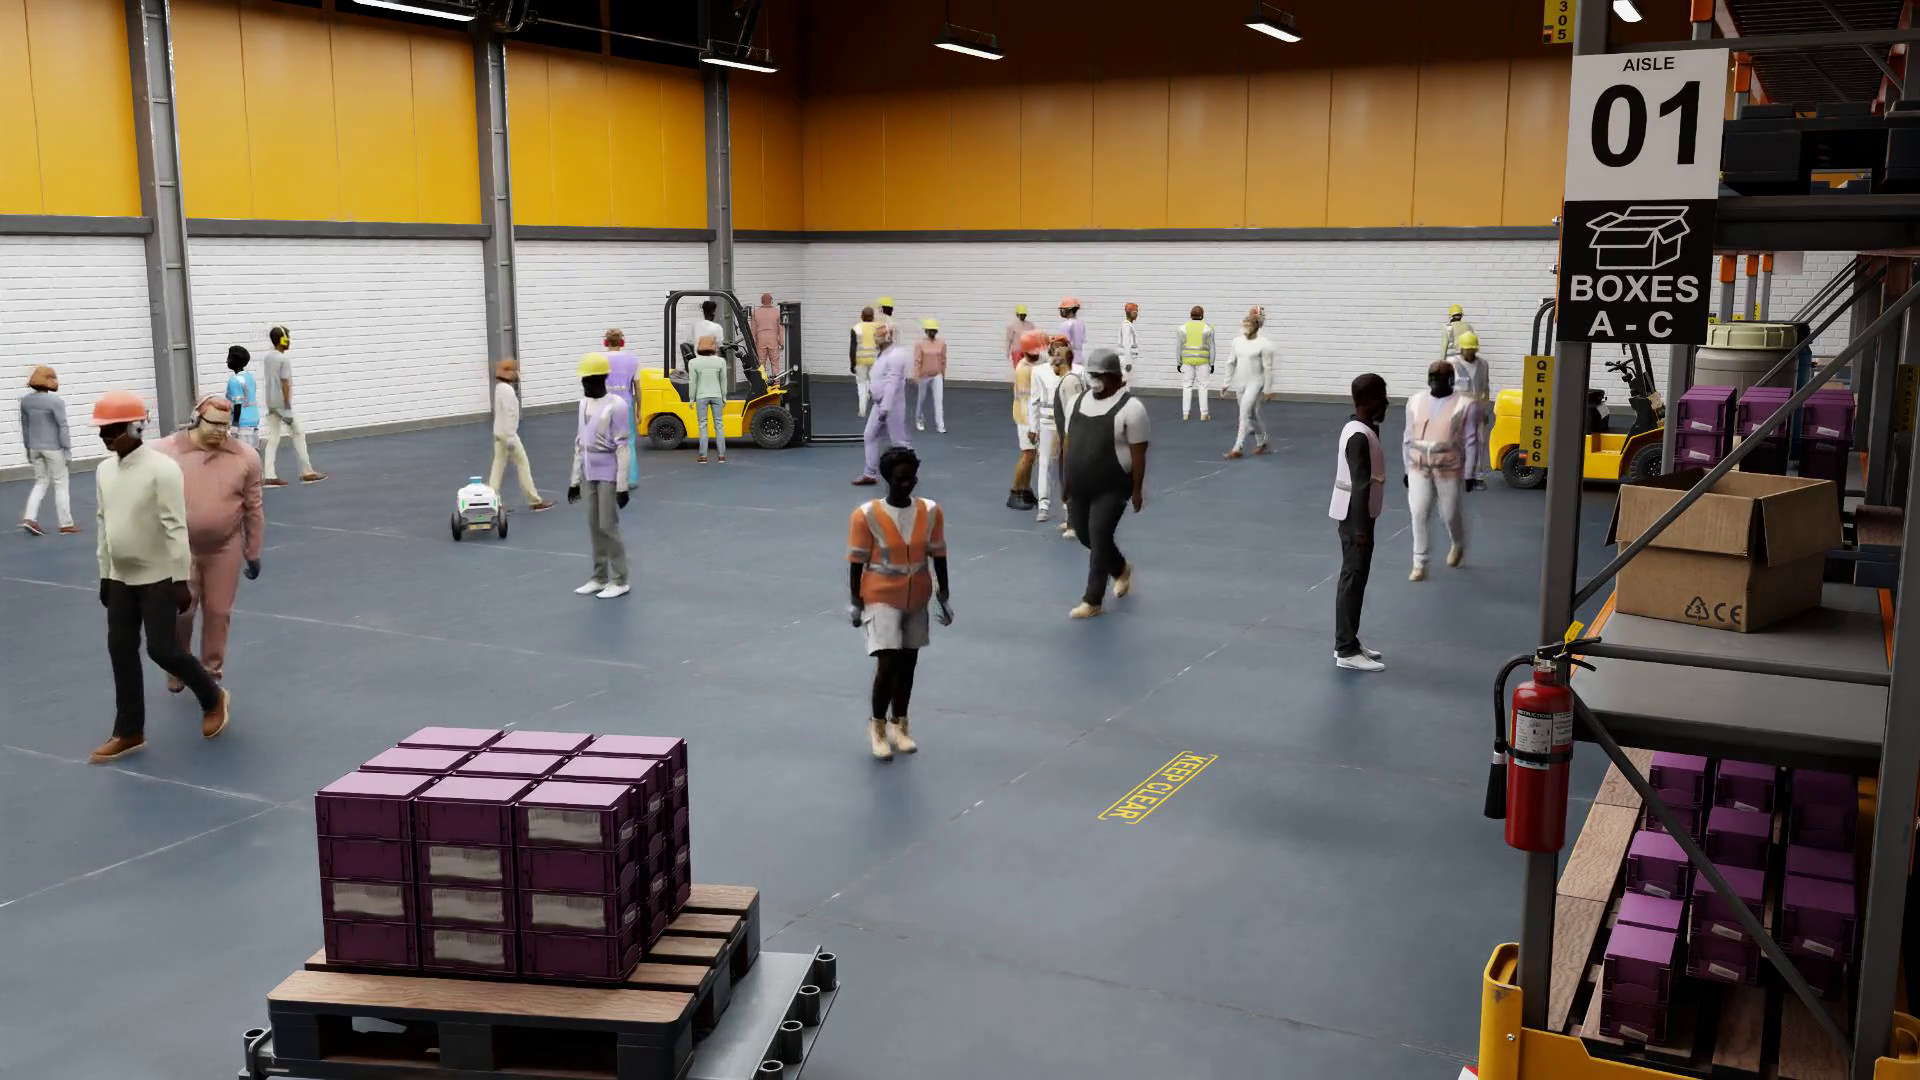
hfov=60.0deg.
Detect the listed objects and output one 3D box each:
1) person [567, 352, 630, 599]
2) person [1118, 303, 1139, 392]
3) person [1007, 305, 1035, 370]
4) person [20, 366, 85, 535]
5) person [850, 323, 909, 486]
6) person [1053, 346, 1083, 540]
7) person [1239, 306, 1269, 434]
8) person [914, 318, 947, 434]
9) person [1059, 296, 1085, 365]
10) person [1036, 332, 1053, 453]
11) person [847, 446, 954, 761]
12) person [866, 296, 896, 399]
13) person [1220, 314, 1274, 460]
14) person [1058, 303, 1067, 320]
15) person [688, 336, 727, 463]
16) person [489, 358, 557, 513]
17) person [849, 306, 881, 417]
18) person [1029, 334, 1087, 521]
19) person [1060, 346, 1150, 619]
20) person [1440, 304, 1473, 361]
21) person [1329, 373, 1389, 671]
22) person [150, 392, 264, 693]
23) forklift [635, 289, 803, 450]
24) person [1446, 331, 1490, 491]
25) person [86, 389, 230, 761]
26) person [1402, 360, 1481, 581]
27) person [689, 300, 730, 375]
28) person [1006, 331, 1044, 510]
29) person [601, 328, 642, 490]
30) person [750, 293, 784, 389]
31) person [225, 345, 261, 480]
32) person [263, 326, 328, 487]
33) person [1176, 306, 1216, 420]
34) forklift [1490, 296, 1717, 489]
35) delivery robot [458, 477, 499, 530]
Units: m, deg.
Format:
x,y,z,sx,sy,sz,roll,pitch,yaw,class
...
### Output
x,y,z,sx,sy,sz,roll,pitch,yaw,class
-2.810,-0.511,13.023,0.380,1.924,0.624,-9,13,-42,person
2.732,-2.910,27.029,0.339,1.882,0.581,1,10,6,person
1.167,-3.479,30.798,0.535,1.719,0.888,-4,11,-22,person
-8.732,-0.839,15.830,0.537,1.621,0.569,3,10,17,person
-0.916,-1.533,19.086,0.821,1.878,0.661,-4,11,-24,person
1.033,-0.918,15.759,0.341,1.807,0.647,0,10,-1,person
4.393,-2.527,24.752,0.403,1.904,0.651,-3,10,-15,person
-0.463,-2.474,24.996,0.540,1.717,0.917,-3,10,-18,person
1.669,-2.700,25.396,0.391,2.037,0.607,6,11,29,person
1.127,-1.988,22.437,0.323,1.631,0.520,5,11,25,person
-0.314,0.336,8.821,0.548,1.680,0.480,-5,11,-29,person
-1.418,-3.515,30.490,0.807,1.900,0.594,-6,12,-33,person
3.838,-2.021,21.878,1.014,1.901,0.641,-8,13,-39,person
1.800,-3.172,28.537,1.017,1.878,0.566,1,10,4,person
-3.228,-1.797,21.311,0.498,1.633,0.284,-4,10,-20,person
-4.545,-1.071,17.162,0.752,1.600,0.523,-5,11,-29,person
-1.480,-2.896,27.140,0.628,1.822,0.631,-4,10,-20,person
0.987,-1.121,16.676,0.584,1.882,0.346,0,10,-2,person
1.093,-0.477,12.491,0.686,2.000,0.896,9,13,42,person
8.280,-3.027,27.865,0.600,1.827,0.404,-3,10,-17,person
2.595,-0.127,10.813,0.392,1.921,0.593,2,10,12,person
-4.500,0.058,9.881,0.724,1.873,0.501,-6,11,-30,person
-3.358,-2.392,23.136,2.313,2.155,1.214,-1,10,-5,forklift
5.714,-1.457,18.812,0.635,1.814,0.465,-2,10,-9,person
-4.348,0.176,8.918,0.679,1.974,0.665,4,11,23,person
3.992,-0.593,13.814,0.631,1.821,0.770,6,12,33,person
-3.924,-2.818,26.340,0.642,1.933,0.806,6,12,32,person
0.703,-1.259,17.500,0.394,1.885,0.645,2,10,9,person
-3.885,-1.471,18.820,0.570,1.840,0.373,-3,10,-16,person
-3.737,-3.835,32.324,0.651,1.906,0.403,-1,10,-3,person
-7.735,-1.248,17.941,0.318,1.700,0.535,-1,10,-7,person
-7.757,-1.543,19.253,0.565,1.831,0.860,7,12,35,person
3.804,-2.850,26.813,0.634,1.839,0.429,3,10,17,person
7.296,-1.677,18.993,2.313,2.155,1.214,5,11,27,forklift
-4.592,-0.359,15.834,0.477,0.478,0.707,-3,10,-18,delivery robot
